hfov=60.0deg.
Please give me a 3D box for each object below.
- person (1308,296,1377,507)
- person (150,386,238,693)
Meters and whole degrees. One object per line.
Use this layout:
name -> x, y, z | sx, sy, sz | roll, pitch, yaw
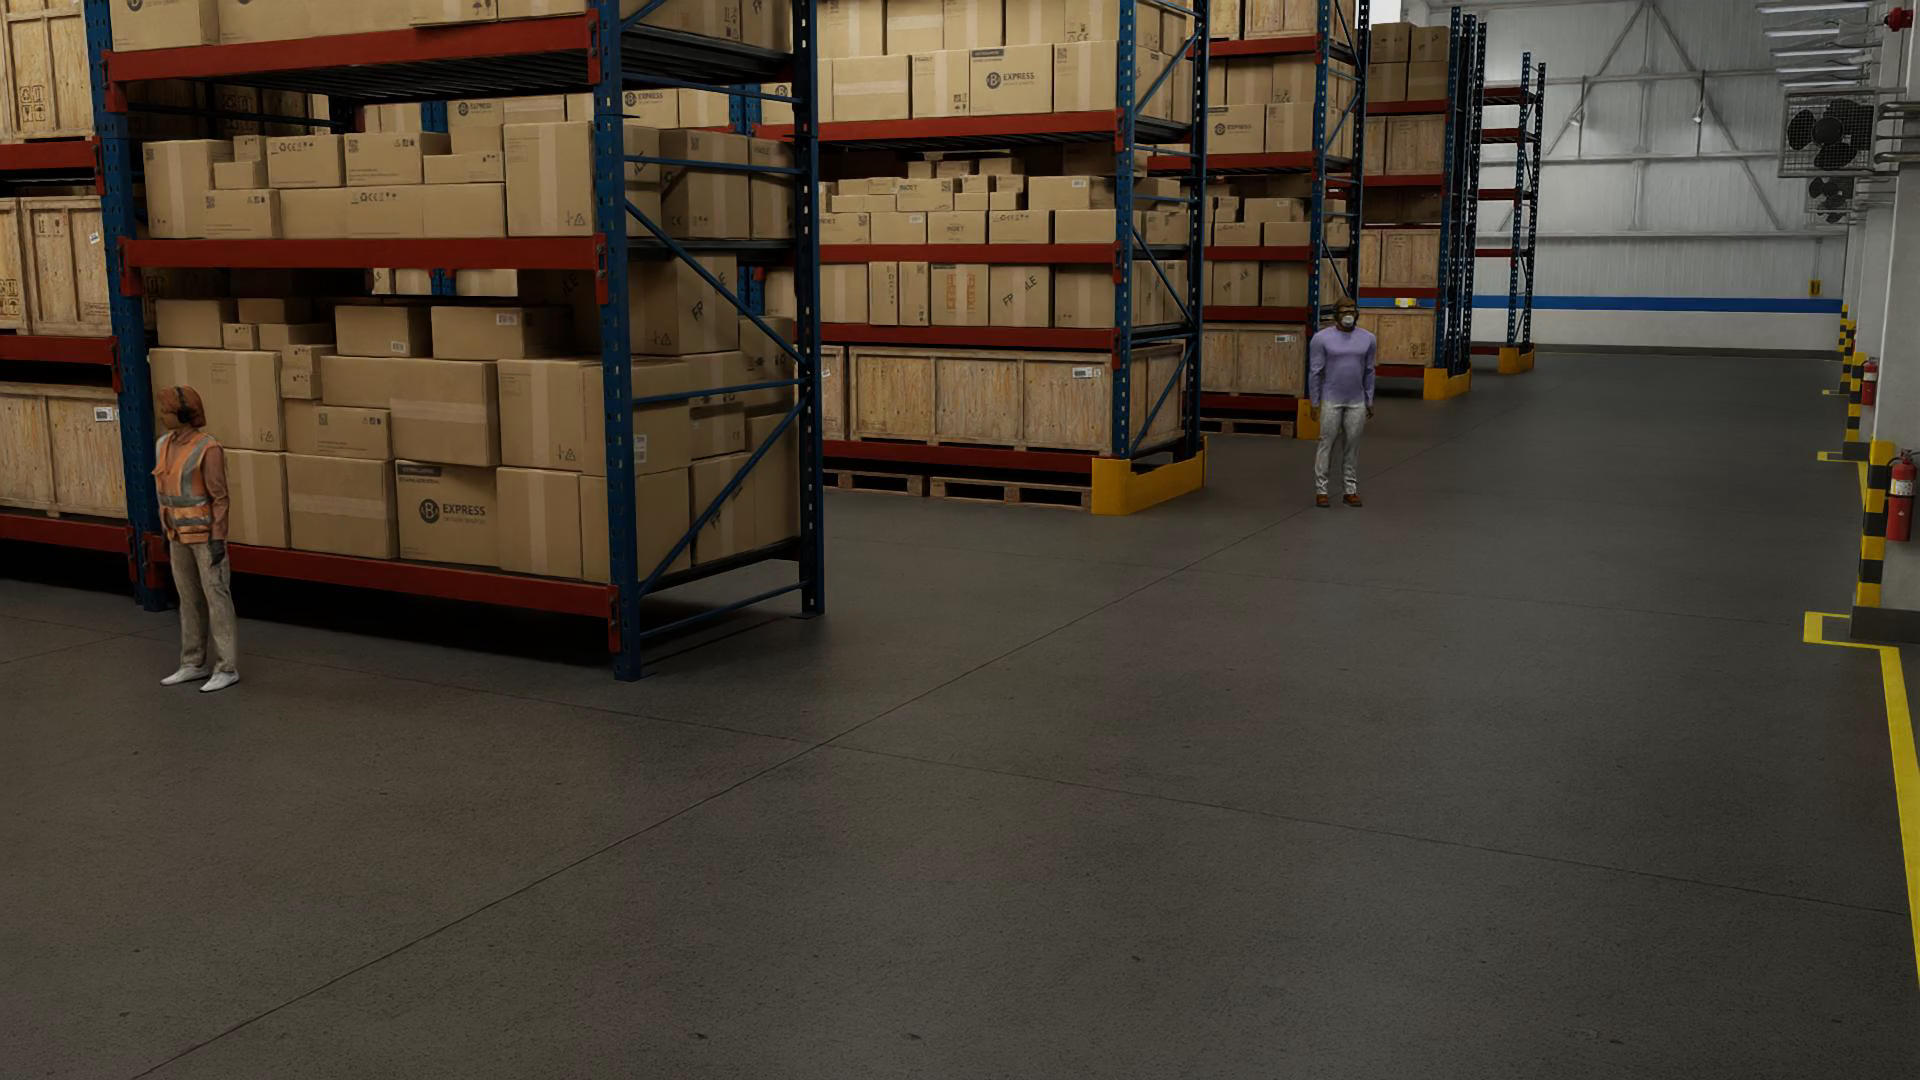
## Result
person -> 3.512, -1.264, 15.285 | 0.636, 1.938, 0.358 | -1, 10, -6
person -> -4.083, -0.006, 8.880 | 0.514, 1.636, 0.315 | 6, 11, 30
